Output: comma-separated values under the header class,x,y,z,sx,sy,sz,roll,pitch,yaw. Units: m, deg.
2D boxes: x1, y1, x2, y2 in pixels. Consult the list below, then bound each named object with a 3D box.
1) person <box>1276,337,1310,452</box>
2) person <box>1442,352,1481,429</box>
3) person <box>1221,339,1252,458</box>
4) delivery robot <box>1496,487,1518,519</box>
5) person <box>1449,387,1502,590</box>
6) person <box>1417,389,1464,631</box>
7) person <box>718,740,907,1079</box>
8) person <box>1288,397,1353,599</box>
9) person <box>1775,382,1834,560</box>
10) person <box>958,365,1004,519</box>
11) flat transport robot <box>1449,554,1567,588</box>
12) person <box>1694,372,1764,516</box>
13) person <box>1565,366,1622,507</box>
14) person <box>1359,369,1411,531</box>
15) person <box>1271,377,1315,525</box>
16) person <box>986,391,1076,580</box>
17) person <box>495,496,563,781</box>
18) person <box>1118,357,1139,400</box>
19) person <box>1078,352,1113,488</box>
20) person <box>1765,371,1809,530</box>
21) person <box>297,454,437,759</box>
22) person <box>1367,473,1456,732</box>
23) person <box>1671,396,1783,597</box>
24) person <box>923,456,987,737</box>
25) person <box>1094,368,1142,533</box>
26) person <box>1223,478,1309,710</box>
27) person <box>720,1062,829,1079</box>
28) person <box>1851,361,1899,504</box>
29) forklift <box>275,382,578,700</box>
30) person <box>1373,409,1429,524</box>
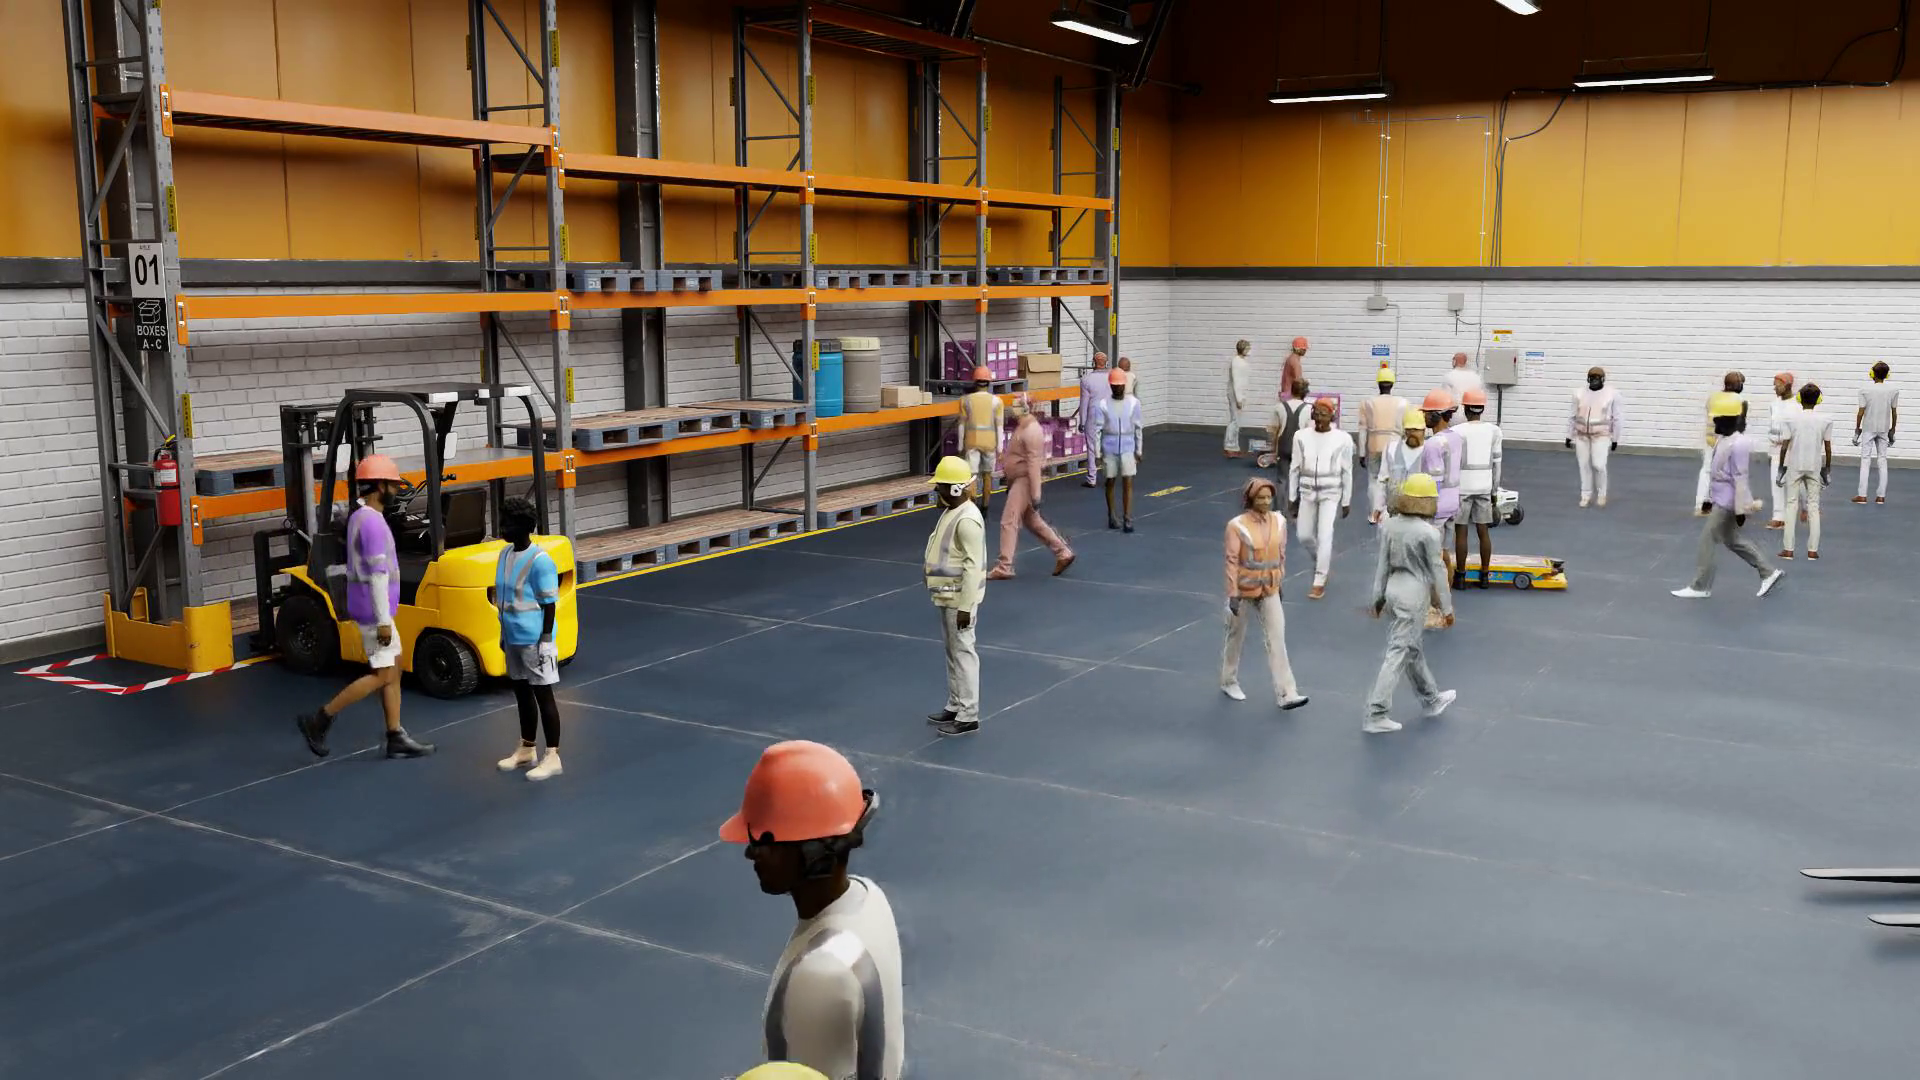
class,x,y,z,sx,sy,sz,roll,pitch,yaw
person,5.704,-2.429,27.917,0.986,1.942,0.616,1,9,7
person,7.341,-1.843,24.565,0.662,1.847,1.017,-2,9,-14
person,4.554,-2.318,27.295,0.428,1.937,0.754,2,9,14
delivery robot,6.325,-0.504,19.952,0.477,0.478,0.707,-6,11,-32
person,4.860,-0.488,15.846,0.551,1.935,0.375,-1,9,-9
person,4.006,-0.253,14.049,0.372,2.042,0.615,6,11,33
person,-0.197,1.424,3.693,0.832,2.019,0.616,1,9,3
person,3.383,-0.411,15.565,0.598,1.866,0.627,5,10,28
person,8.877,-0.720,17.503,0.528,1.869,0.313,3,10,17
person,0.255,-1.151,20.078,0.552,1.914,0.820,0,9,-1
flat transport robot,5.141,0.284,16.210,1.431,0.197,0.652,3,10,17
person,9.548,-1.185,20.622,0.958,1.789,0.642,-4,10,-22
person,8.121,-1.318,21.368,0.639,1.827,0.458,7,12,38
person,5.023,-1.074,19.679,0.594,1.884,0.915,3,10,17
person,3.922,-1.026,19.646,0.534,1.803,0.886,4,10,21
person,0.686,-0.538,16.370,0.925,1.871,0.639,0,9,-1
person,-2.586,0.581,9.915,0.540,1.697,0.317,9,13,44
person,2.728,-2.245,27.832,0.525,1.623,0.610,-2,9,-10
person,1.958,-1.684,23.409,0.646,1.908,0.408,-3,10,-20
person,9.800,-1.053,19.592,0.675,1.868,0.608,-4,10,-26
person,-3.663,0.435,10.176,0.723,1.910,0.580,-4,10,-22
person,3.043,0.406,10.985,0.885,1.693,0.512,-4,10,-26
person,7.145,-0.384,15.343,0.905,1.899,0.582,3,9,15
person,-0.035,0.363,10.855,0.404,1.830,0.603,-2,9,-11
person,1.843,-1.031,19.318,0.583,1.904,0.908,0,9,-1
person,2.070,0.380,11.469,0.546,1.589,0.851,-4,10,-22
person,-0.437,1.705,2.849,0.638,1.722,0.323,0,9,-2
person,11.969,-1.403,21.766,0.521,1.871,0.325,1,9,9
forklift,-3.974,-0.067,12.417,2.313,2.155,1.214,5,11,30
person,4.133,-0.317,15.271,0.590,1.790,0.937,5,11,30
